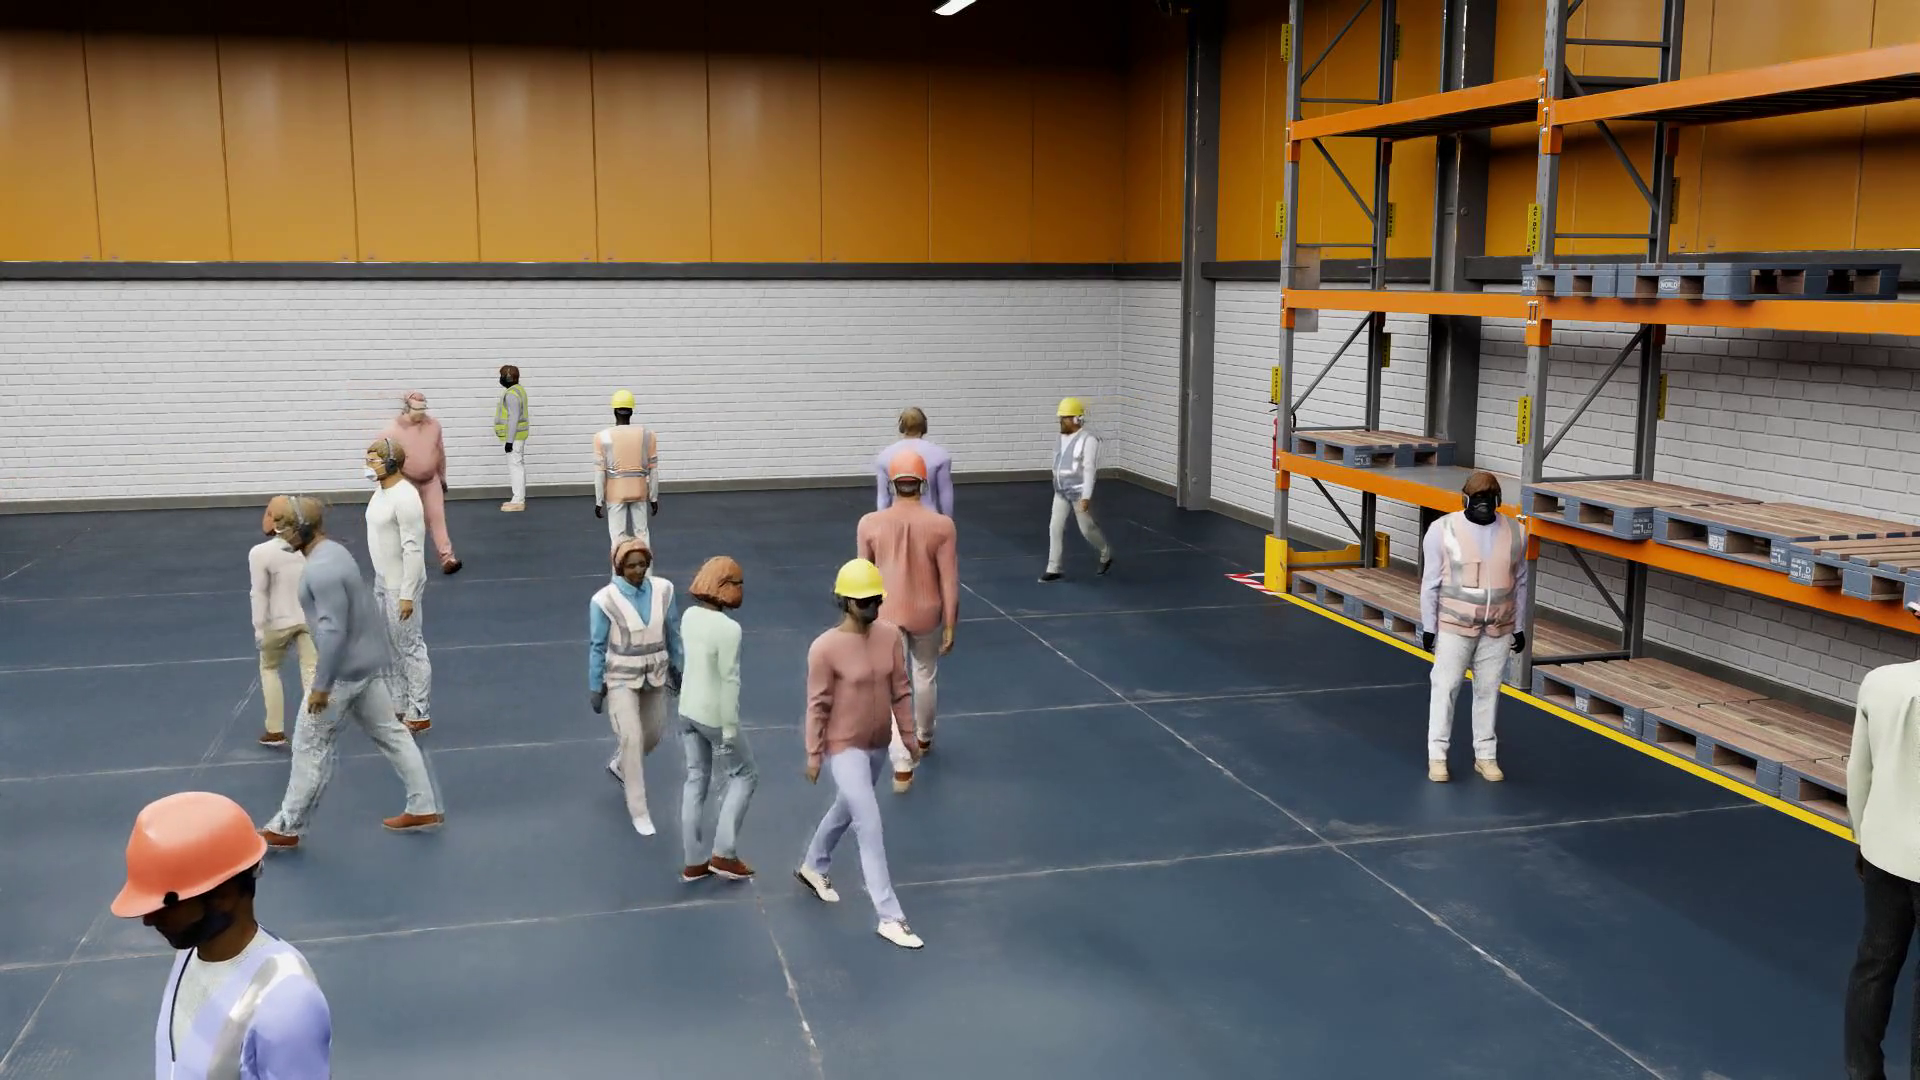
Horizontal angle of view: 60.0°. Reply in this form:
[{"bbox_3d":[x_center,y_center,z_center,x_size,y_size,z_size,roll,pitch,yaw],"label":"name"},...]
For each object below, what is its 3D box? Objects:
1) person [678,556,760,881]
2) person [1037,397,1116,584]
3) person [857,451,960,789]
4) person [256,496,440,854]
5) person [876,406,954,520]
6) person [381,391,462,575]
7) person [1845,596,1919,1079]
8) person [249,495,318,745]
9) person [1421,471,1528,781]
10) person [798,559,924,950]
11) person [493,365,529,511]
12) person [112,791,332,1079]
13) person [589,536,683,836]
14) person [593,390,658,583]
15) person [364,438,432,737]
[{"bbox_3d":[-1.193,0.878,8.155,0.429,1.614,0.514,-9,13,-44],"label":"person"},{"bbox_3d":[1.159,-0.486,16.116,0.851,1.808,0.589,-8,12,-40],"label":"person"},{"bbox_3d":[-0.312,0.439,9.907,0.615,1.937,1.038,0,9,-1],"label":"person"},{"bbox_3d":[-3.260,0.696,8.586,1.081,1.845,0.639,-2,9,-13],"label":"person"},{"bbox_3d":[-0.385,-0.133,13.564,0.632,1.920,0.844,3,10,17],"label":"person"},{"bbox_3d":[-5.311,-0.545,16.380,0.695,1.838,1.056,-8,12,-41],"label":"person"},{"bbox_3d":[3.318,1.087,5.689,0.391,1.991,0.612,-3,9,-16],"label":"person"},{"bbox_3d":[-4.203,0.521,10.392,0.510,1.613,0.649,-8,12,-40],"label":"person"},{"bbox_3d":[3.020,0.510,9.760,0.631,1.842,0.428,0,9,-1],"label":"person"},{"bbox_3d":[-0.485,0.919,7.608,0.932,1.726,0.534,9,13,43],"label":"person"},{"bbox_3d":[-5.645,-1.283,20.950,0.429,1.844,0.627,-1,9,-9],"label":"person"},{"bbox_3d":[-1.549,1.461,3.554,0.543,1.928,0.373,8,12,42],"label":"person"},{"bbox_3d":[-1.817,0.744,9.030,0.540,1.608,0.676,-8,12,-42],"label":"person"},{"bbox_3d":[-3.057,-0.406,15.208,0.594,1.924,0.382,-4,10,-26],"label":"person"},{"bbox_3d":[-3.633,0.308,10.717,0.371,1.941,0.627,-7,11,-36],"label":"person"}]
